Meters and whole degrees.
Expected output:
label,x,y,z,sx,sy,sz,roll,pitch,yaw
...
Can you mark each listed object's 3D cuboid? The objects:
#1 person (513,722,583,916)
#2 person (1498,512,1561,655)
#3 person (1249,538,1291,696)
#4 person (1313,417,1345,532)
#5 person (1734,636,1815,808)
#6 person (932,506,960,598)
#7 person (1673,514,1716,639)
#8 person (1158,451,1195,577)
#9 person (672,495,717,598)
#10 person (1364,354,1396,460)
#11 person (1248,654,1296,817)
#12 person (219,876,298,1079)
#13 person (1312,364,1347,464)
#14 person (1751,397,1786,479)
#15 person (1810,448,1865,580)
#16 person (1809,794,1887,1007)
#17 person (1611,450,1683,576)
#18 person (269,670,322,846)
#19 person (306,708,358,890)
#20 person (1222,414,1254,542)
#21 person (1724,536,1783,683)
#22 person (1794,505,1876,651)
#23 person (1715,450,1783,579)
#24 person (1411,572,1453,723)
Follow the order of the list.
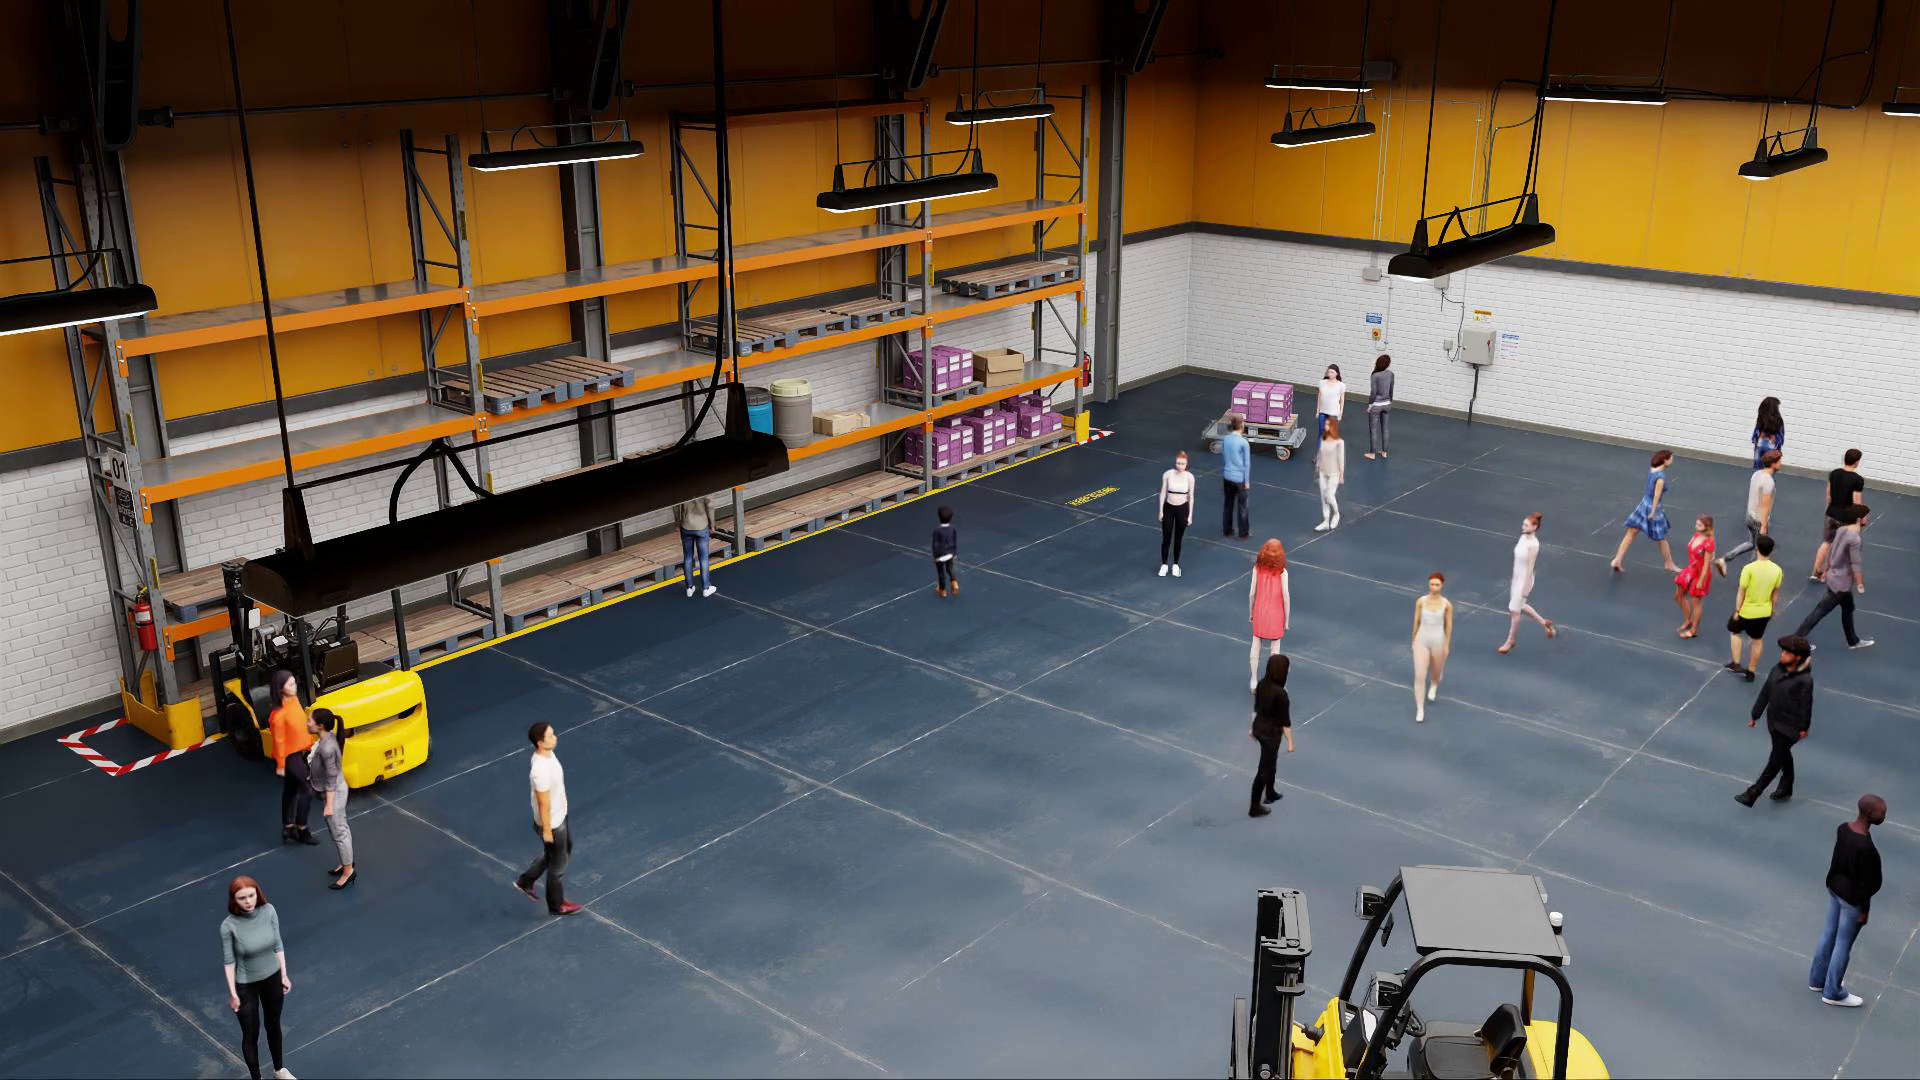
label,x,y,z,sx,sy,sz,roll,pitch,yaw
person,-3.551,2.363,14.060,0.948,1.794,0.877,-3,19,-10
person,6.694,0.524,19.547,0.975,1.776,0.942,0,19,-1
person,3.421,0.858,18.476,0.628,1.826,0.551,11,22,30
person,5.410,-0.962,24.075,0.722,1.702,0.684,-14,23,-36
person,7.991,1.743,15.998,1.165,1.730,0.971,-7,20,-20
person,-0.173,0.169,21.476,0.662,1.218,0.676,-10,21,-28
person,8.996,0.441,20.096,0.793,1.583,0.733,-2,19,-5
person,2.878,-0.371,22.264,0.712,1.737,0.742,3,19,10
person,-3.433,-0.171,21.466,0.793,1.869,0.802,2,19,6
person,7.028,-2.248,27.791,0.624,1.767,0.749,-7,20,-20
person,2.861,1.870,15.791,0.845,1.621,0.759,-10,21,-27
person,-4.972,3.158,11.778,0.495,1.743,0.660,-18,25,-42
person,6.089,-2.070,27.393,0.636,1.683,0.581,10,21,28
person,12.387,-1.411,25.537,0.573,1.620,0.634,-17,25,-41
person,11.553,-0.311,21.910,1.009,1.851,0.892,-9,21,-25
person,6.893,2.773,12.916,0.739,1.746,0.669,0,19,-1
person,9.074,-0.304,22.064,1.203,1.738,1.192,-1,19,-3
person,-6.212,2.003,15.221,0.804,1.734,0.750,-3,19,-8
person,-5.500,2.246,14.588,0.750,1.678,0.726,-6,20,-18
person,3.895,-0.896,23.718,0.692,1.805,0.754,-14,23,-35
person,9.033,0.806,18.838,0.774,1.693,0.819,1,19,2
person,10.286,0.489,19.617,1.102,1.797,1.218,3,19,9
person,10.335,-0.263,21.731,1.051,1.874,1.035,2,19,6
person,5.101,1.120,18.014,0.772,1.623,1.011,6,20,17
